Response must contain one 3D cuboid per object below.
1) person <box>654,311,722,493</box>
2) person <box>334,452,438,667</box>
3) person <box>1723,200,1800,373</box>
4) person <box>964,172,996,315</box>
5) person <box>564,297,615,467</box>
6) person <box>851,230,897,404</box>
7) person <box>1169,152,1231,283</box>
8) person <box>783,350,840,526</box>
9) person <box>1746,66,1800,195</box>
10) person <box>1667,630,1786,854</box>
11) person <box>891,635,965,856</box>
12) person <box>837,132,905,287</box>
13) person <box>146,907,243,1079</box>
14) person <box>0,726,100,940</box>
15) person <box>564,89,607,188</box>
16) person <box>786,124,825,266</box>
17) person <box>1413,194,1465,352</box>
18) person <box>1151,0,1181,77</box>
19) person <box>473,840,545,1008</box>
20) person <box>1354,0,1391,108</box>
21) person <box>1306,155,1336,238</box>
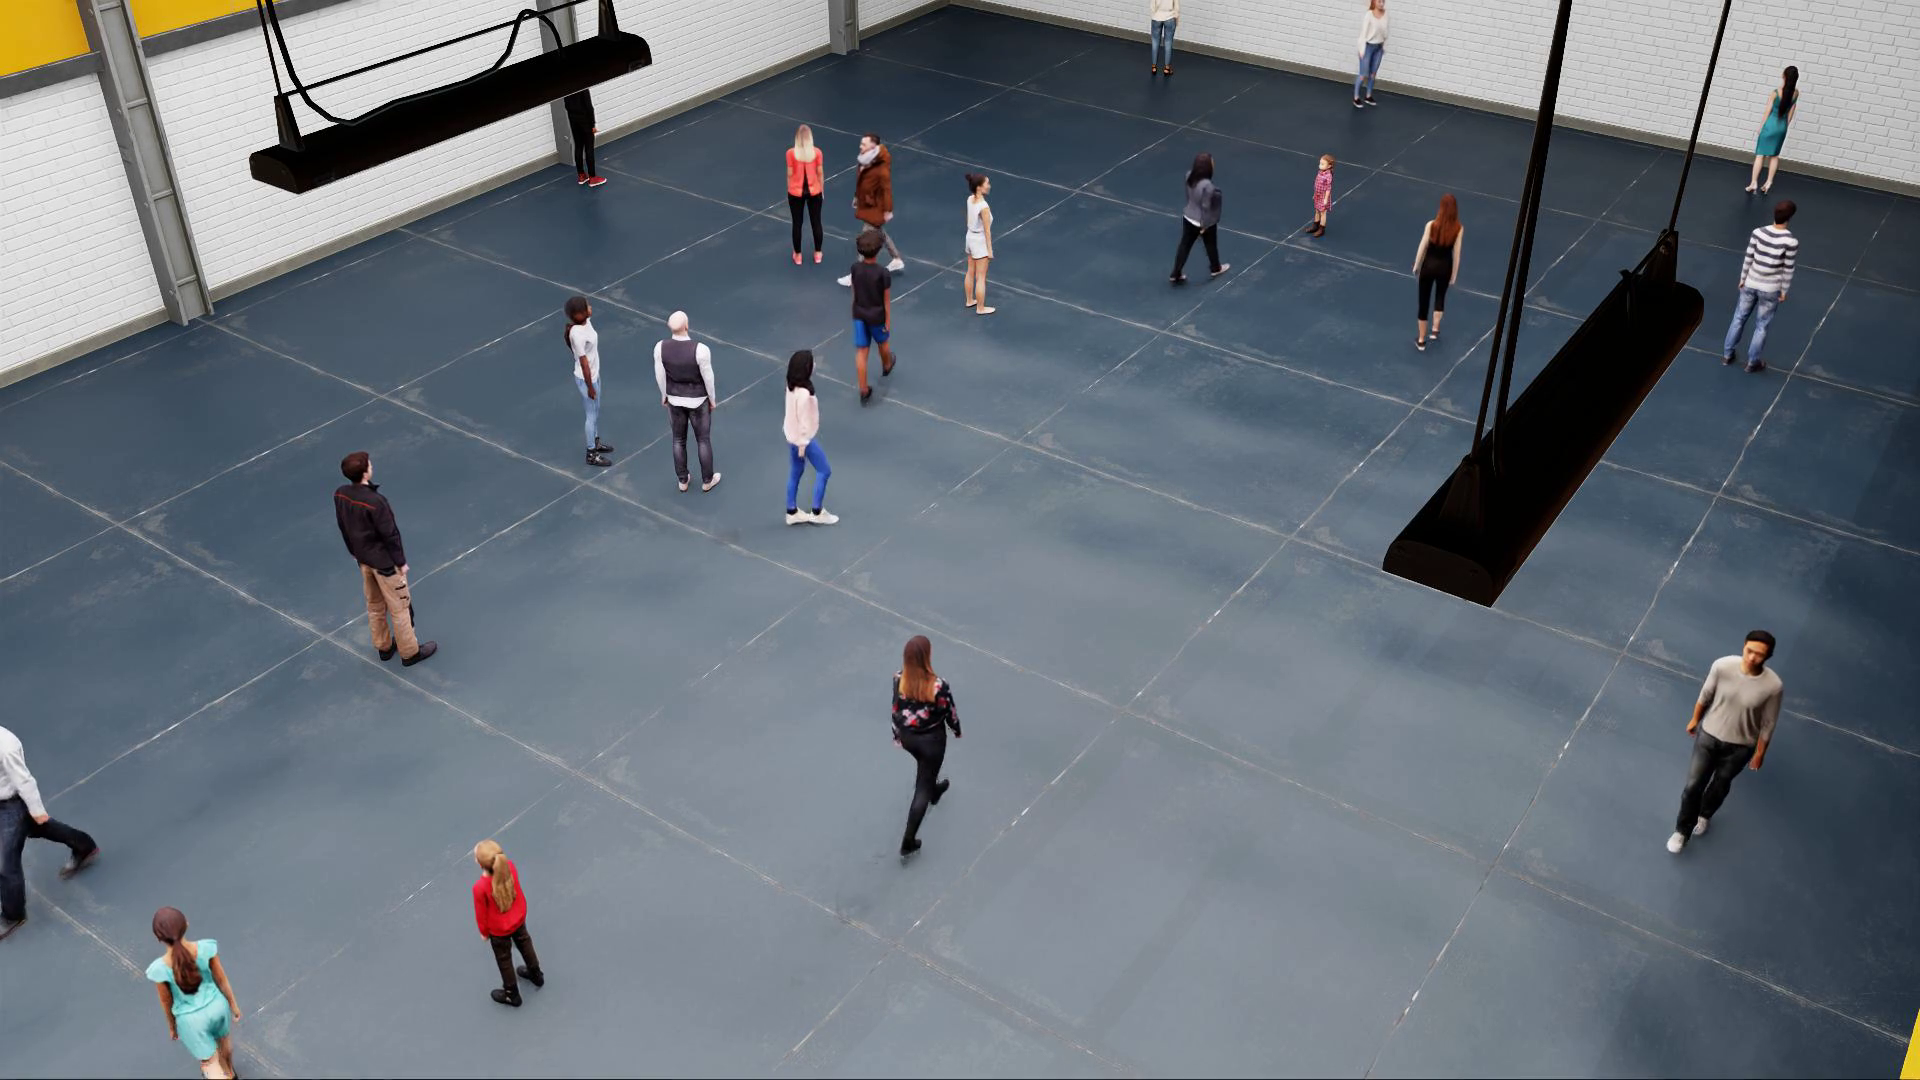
[{"bbox_3d":[-2.520,-1.278,15.388,0.782,1.824,0.783,3,34,4],"label":"person"},{"bbox_3d":[-4.599,0.147,13.153,0.739,1.925,0.650,15,36,21],"label":"person"},{"bbox_3d":[8.424,-2.673,17.462,0.581,1.852,0.687,-29,43,-36],"label":"person"},{"bbox_3d":[0.205,-3.343,18.685,0.621,1.613,0.630,-18,38,-25],"label":"person"},{"bbox_3d":[-3.543,-1.538,15.875,0.727,1.718,0.648,-2,34,-4],"label":"person"},{"bbox_3d":[-0.942,-2.231,16.895,0.883,1.743,1.203,8,34,11],"label":"person"},{"bbox_3d":[2.714,-3.699,19.269,1.139,1.561,0.905,-20,39,-28],"label":"person"},{"bbox_3d":[-1.504,-0.892,14.872,0.868,1.752,0.816,-11,35,-15],"label":"person"},{"bbox_3d":[10.573,-5.322,21.596,0.599,1.686,0.647,-3,34,-5],"label":"person"},{"bbox_3d":[5.342,1.308,11.519,0.690,1.799,0.837,19,38,27],"label":"person"},{"bbox_3d":[-0.285,1.430,11.476,0.676,1.644,1.113,16,37,22],"label":"person"},{"bbox_3d":[-0.932,-3.852,19.291,1.264,1.791,1.054,-16,37,-22],"label":"person"},{"bbox_3d":[-4.330,2.763,9.571,0.973,1.533,0.757,-26,41,-33],"label":"person"},{"bbox_3d":[-6.218,1.676,10.980,0.655,1.783,1.119,21,39,28],"label":"person"},{"bbox_3d":[-4.976,-5.490,21.860,0.600,1.675,0.539,19,38,26],"label":"person"},{"bbox_3d":[-1.833,-4.109,19.765,0.665,1.692,0.723,-5,34,-8],"label":"person"},{"bbox_3d":[5.104,-2.838,17.838,0.762,1.710,0.846,3,34,4],"label":"person"},{"bbox_3d":[3.151,-8.035,25.682,0.668,1.682,0.614,12,36,18],"label":"person"},{"bbox_3d":[-2.842,2.373,10.387,0.544,1.280,0.417,20,38,27],"label":"person"},{"bbox_3d":[6.054,-7.226,24.461,0.696,1.686,0.776,-10,35,-14],"label":"person"},{"bbox_3d":[4.502,-4.285,20.636,0.541,1.022,0.498,-14,36,-20],"label":"person"}]
